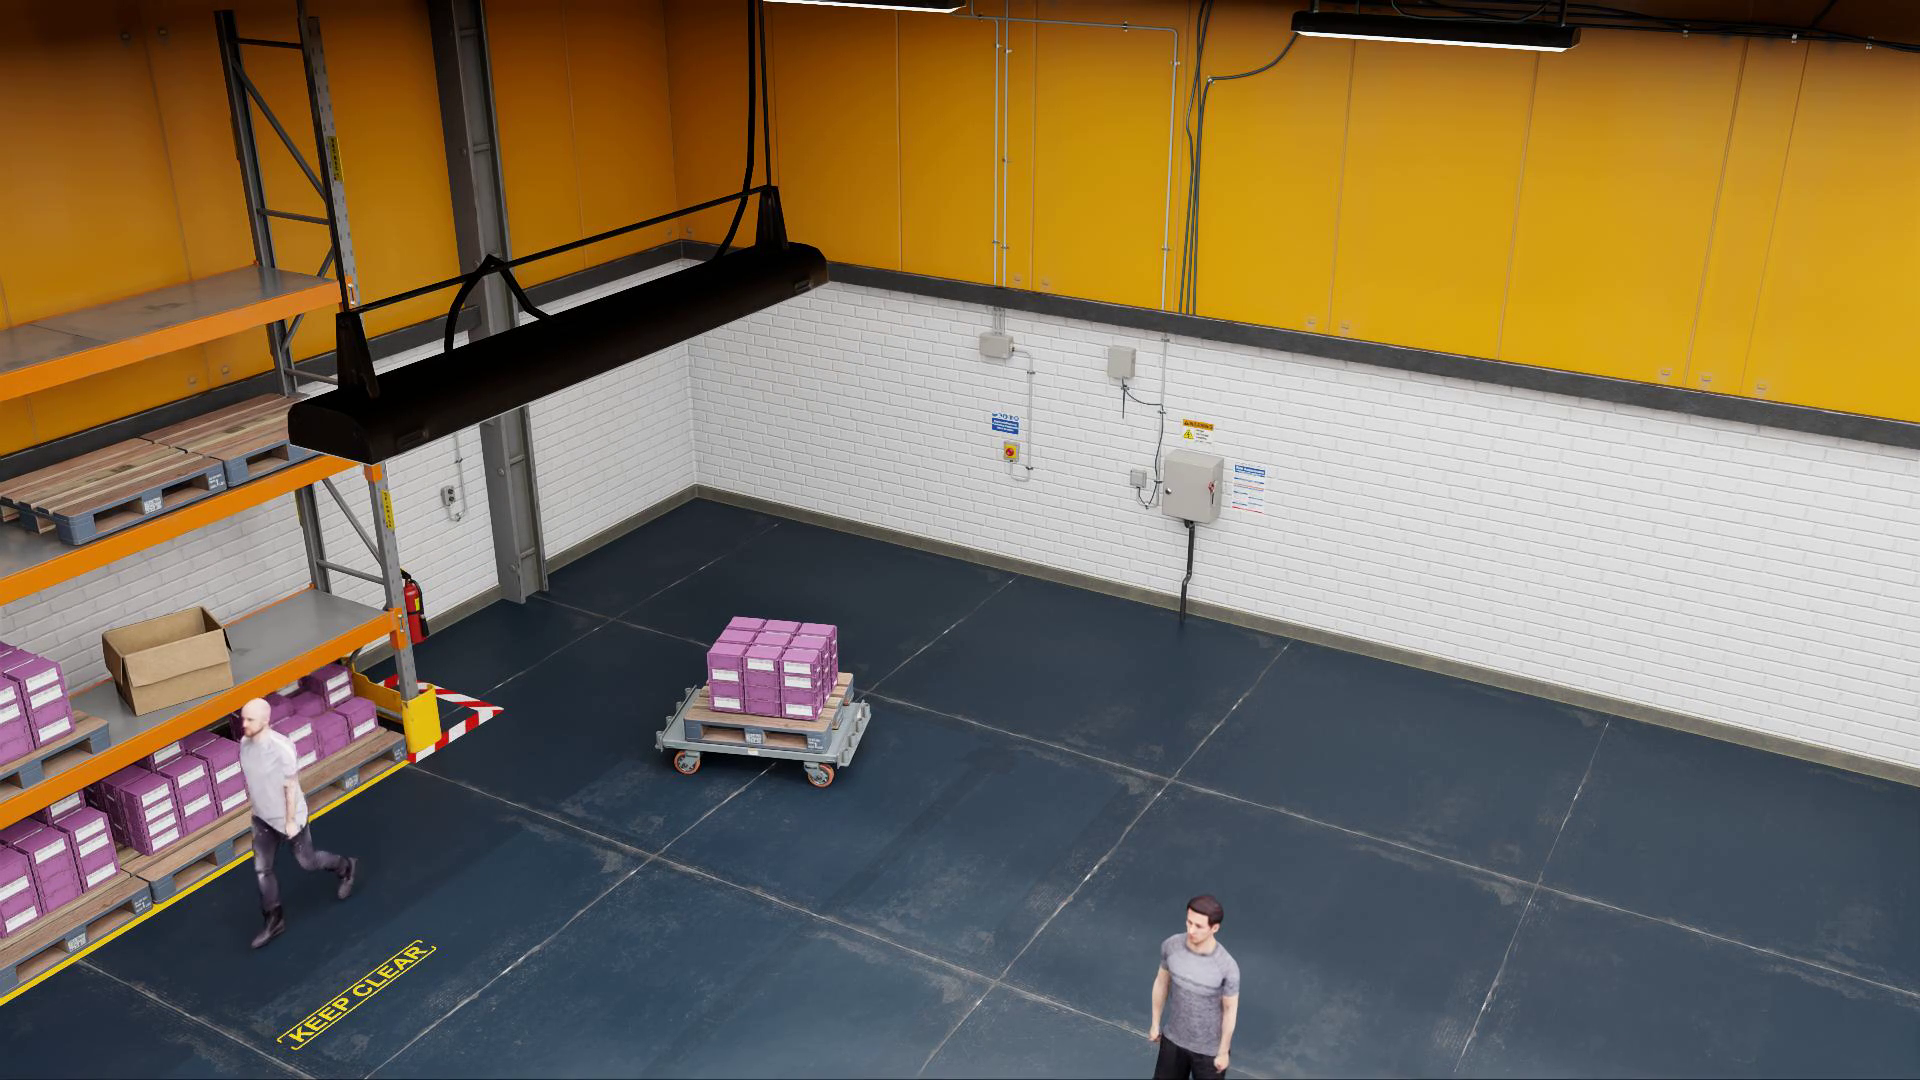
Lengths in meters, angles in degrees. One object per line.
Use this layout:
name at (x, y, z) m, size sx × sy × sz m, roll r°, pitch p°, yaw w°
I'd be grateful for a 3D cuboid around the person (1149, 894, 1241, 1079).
person at (1.358, 2.825, 9.518) m, size 0.674 × 1.871 × 0.560 m, roll 16°, pitch 28°, yaw 32°

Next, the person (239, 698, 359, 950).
person at (-4.699, 1.909, 11.695) m, size 0.731 × 1.805 × 1.180 m, roll 10°, pitch 26°, yaw 22°
